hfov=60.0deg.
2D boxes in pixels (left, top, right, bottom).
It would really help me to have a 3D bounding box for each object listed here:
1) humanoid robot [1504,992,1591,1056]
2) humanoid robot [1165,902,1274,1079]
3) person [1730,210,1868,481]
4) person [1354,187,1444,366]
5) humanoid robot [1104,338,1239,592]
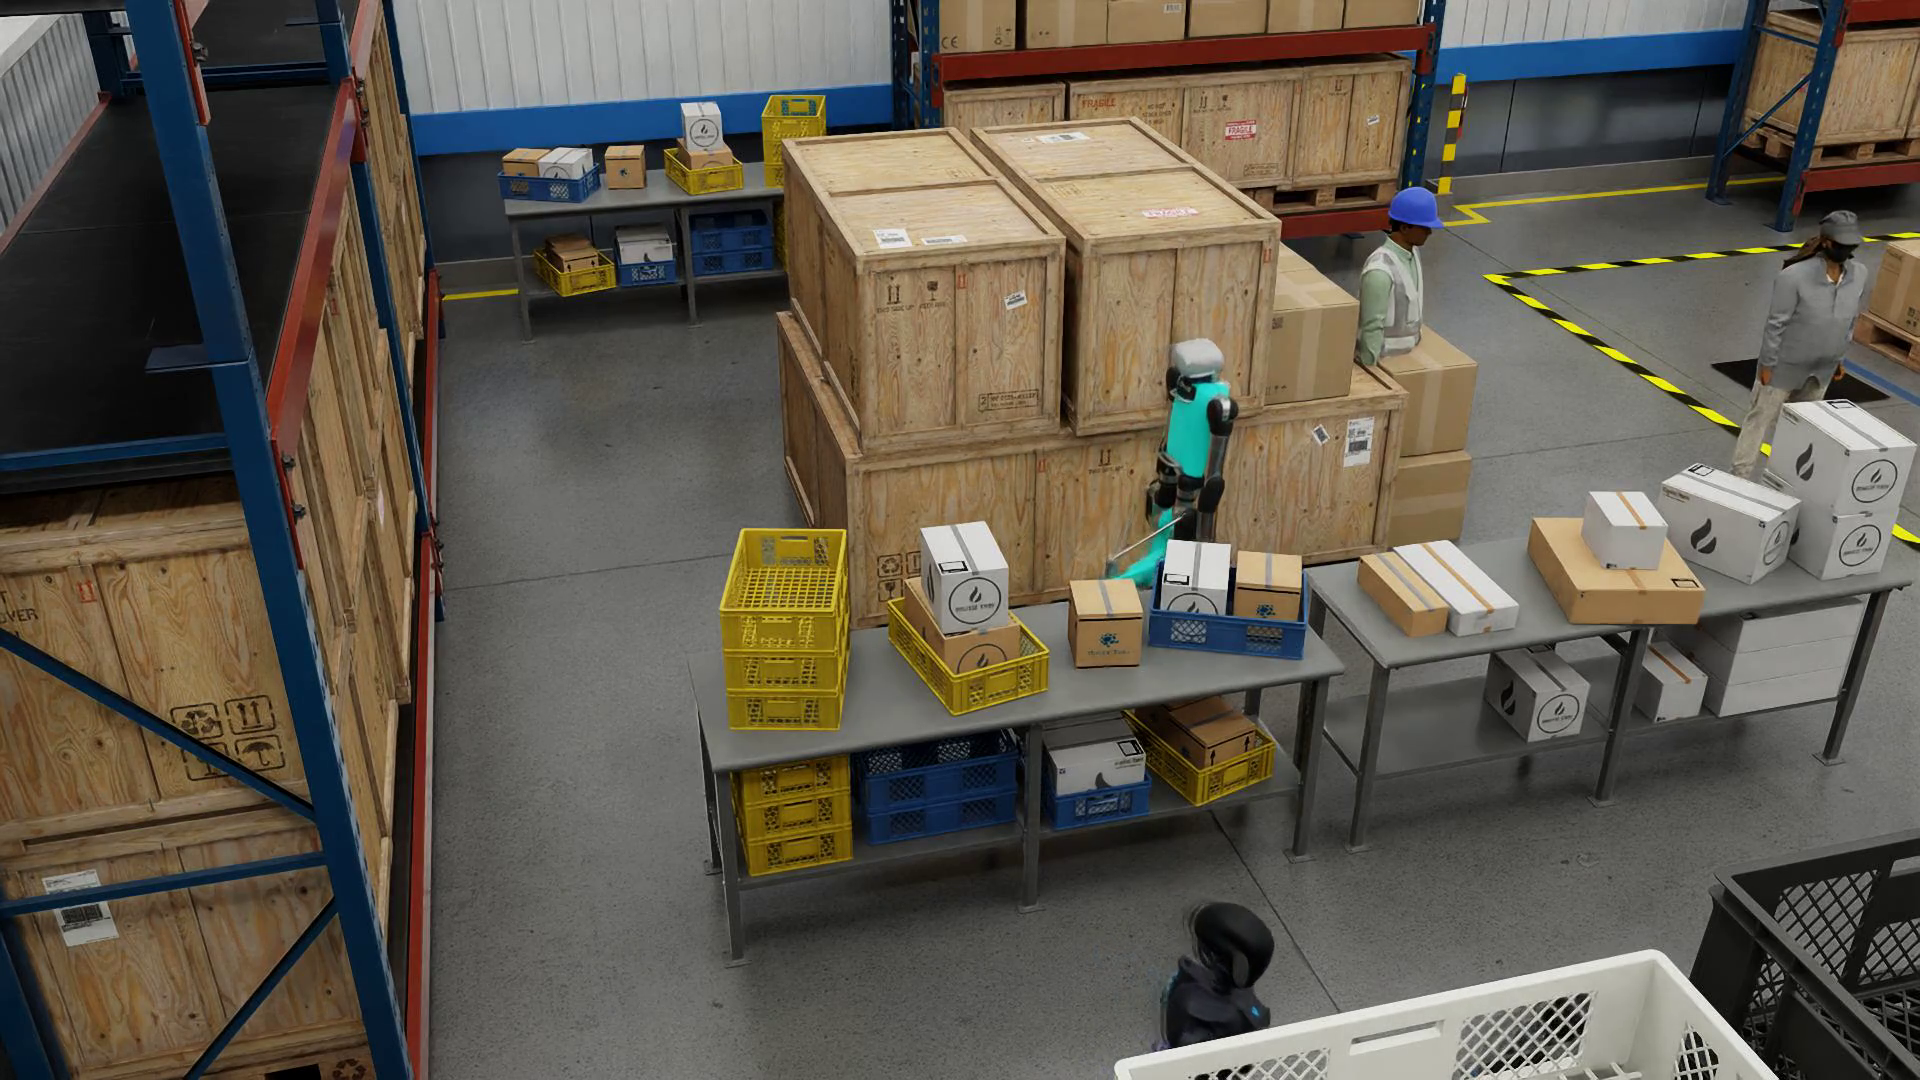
[{"bbox_3d":[1.427,1.794,4.418,0.619,1.627,0.596,4,29,7],"label":"humanoid robot"},{"bbox_3d":[0.683,1.661,4.680,0.771,1.625,0.609,15,32,25],"label":"humanoid robot"},{"bbox_3d":[4.748,-1.009,9.394,0.564,1.766,0.397,-6,29,-10],"label":"person"},{"bbox_3d":[2.363,-1.010,9.225,0.410,1.939,0.606,17,33,28],"label":"person"},{"bbox_3d":[0.897,-0.070,7.726,1.023,1.733,0.549,-10,30,-17],"label":"humanoid robot"}]
